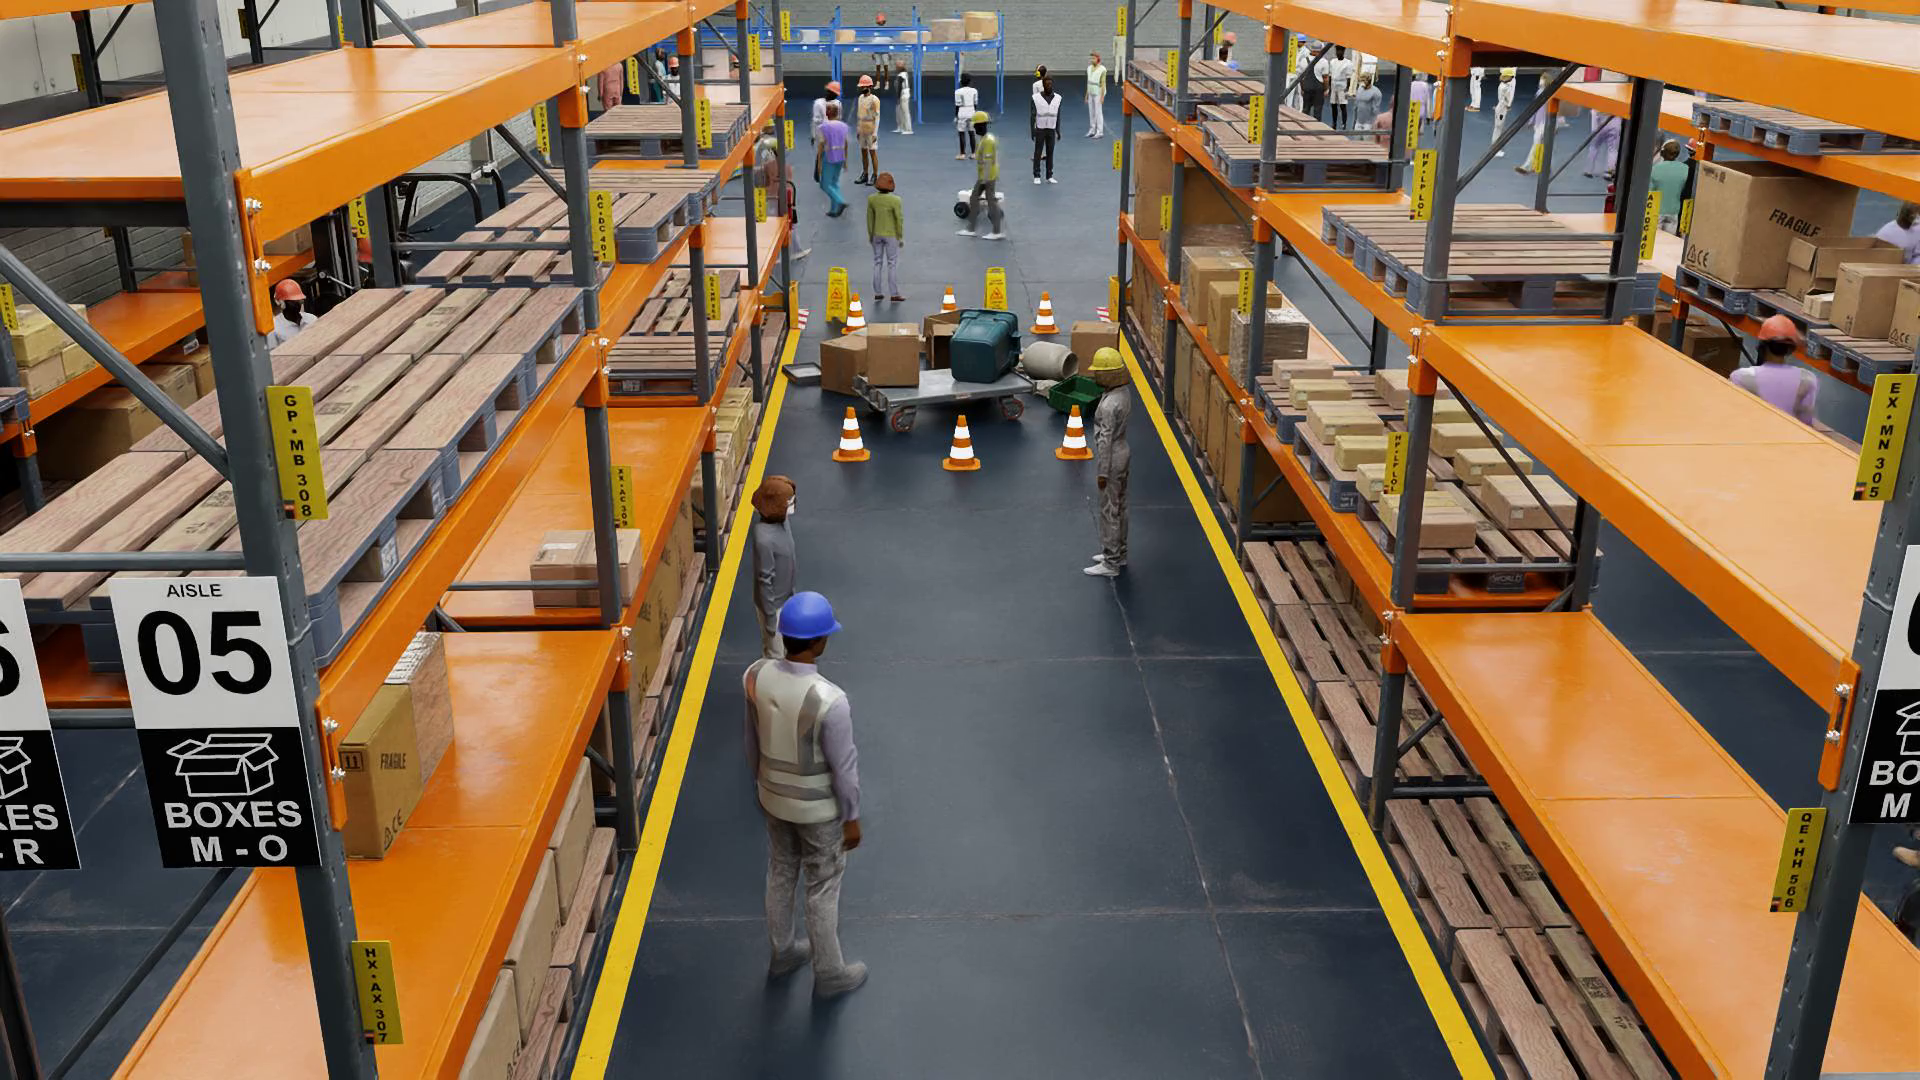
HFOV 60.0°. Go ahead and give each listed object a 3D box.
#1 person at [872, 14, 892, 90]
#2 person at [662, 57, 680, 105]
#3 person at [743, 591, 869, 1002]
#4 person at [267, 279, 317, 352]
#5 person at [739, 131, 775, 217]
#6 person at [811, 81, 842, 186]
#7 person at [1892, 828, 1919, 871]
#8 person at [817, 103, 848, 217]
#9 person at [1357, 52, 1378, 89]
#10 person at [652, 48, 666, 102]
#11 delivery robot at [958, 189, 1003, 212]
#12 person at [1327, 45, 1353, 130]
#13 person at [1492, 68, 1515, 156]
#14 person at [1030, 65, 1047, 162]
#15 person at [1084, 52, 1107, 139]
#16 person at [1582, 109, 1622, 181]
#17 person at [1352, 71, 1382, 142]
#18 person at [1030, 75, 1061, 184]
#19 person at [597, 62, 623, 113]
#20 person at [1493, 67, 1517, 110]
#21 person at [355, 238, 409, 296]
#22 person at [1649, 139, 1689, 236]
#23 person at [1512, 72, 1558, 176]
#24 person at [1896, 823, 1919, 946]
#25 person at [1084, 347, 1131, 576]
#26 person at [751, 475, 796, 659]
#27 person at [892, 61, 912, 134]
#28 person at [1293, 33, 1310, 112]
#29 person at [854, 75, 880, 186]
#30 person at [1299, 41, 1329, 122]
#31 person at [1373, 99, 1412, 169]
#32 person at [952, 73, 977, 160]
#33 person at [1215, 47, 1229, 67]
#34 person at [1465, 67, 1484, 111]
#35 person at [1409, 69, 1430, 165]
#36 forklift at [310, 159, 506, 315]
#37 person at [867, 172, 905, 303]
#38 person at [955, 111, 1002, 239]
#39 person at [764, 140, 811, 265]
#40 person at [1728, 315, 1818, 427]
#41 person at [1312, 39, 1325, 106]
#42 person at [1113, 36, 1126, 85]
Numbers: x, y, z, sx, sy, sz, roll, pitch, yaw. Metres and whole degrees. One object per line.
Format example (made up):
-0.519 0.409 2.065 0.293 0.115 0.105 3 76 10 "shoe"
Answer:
-2.170 -13.510 46.060 0.607 2.044 0.379 6 21 14 "person"
-5.748 -8.804 33.768 0.552 1.937 0.356 -2 21 -5 "person"
-0.683 1.146 7.458 0.615 1.942 0.409 16 26 37 "person"
-5.721 -1.393 14.428 0.323 1.755 0.564 12 24 29 "person"
-3.037 -5.453 25.125 0.601 1.795 0.910 4 21 11 "person"
-2.404 -7.229 29.686 0.624 1.881 0.678 -10 23 -24 "person"
5.128 0.836 8.433 0.520 1.839 0.340 -17 26 -37 "person"
-2.030 -6.083 26.721 0.588 1.827 0.574 -18 27 -39 "person"
10.018 -11.453 40.907 0.564 1.838 0.388 -6 22 -16 "person"
-6.684 -10.049 37.195 0.346 1.842 0.506 -6 21 -15 "person"
0.339 -5.516 26.870 0.707 0.478 0.477 12 24 28 "delivery robot"
8.461 -10.079 37.120 0.387 1.958 0.603 -14 25 -32 "person"
11.003 -8.671 33.687 0.311 1.741 0.494 8 22 21 "person"
1.606 -8.448 32.945 0.499 1.861 0.328 -19 28 -41 "person"
2.978 -9.699 36.278 0.384 1.836 0.564 -13 24 -31 "person"
11.912 -7.624 30.745 0.673 1.875 0.835 -1 21 -3 "person"
7.530 -7.729 30.951 0.390 1.928 0.635 -12 24 -28 "person"
1.554 -7.447 30.205 0.593 1.922 0.391 -7 22 -19 "person"
-7.685 -9.816 36.494 0.637 1.904 0.403 -18 27 -40 "person"
13.634 -11.664 41.403 0.360 1.882 0.575 -6 22 -16 "person"
-5.339 -1.907 15.483 0.524 1.980 0.688 4 21 9 "person"
9.150 -4.231 21.680 0.627 1.940 0.370 0 21 0 "person"
10.771 -7.760 31.067 0.968 1.889 0.646 -4 21 -10 "person"
4.589 1.281 7.540 0.517 1.625 0.348 3 21 7 "person"
1.093 -0.578 12.316 0.322 1.734 0.488 7 22 18 "person"
-1.083 0.378 9.936 0.299 1.622 0.504 3 21 7 "person"
-1.302 -9.790 36.831 0.524 1.606 0.539 -2 21 -5 "person"
8.170 -11.189 40.056 0.399 1.945 0.615 -6 22 -16 "person"
-1.681 -7.391 30.033 0.356 1.939 0.543 -19 28 -41 "person"
7.837 -9.966 36.696 0.689 2.000 0.539 15 26 35 "person"
7.179 -6.441 27.635 0.659 1.865 0.977 8 22 21 "person"
0.089 -8.425 33.122 0.572 1.684 0.399 -14 25 -33 "person"
5.700 -9.892 36.689 0.398 1.907 0.600 -9 22 -22 "person"
12.808 -11.605 41.264 0.355 1.876 0.574 1 21 2 "person"
8.827 -8.270 32.446 0.616 1.872 0.614 -8 22 -19 "person"
-5.622 -2.910 17.832 2.313 2.155 1.214 -1 21 -1 "forklift"
-0.938 -3.828 21.037 0.499 1.634 0.285 11 23 26 "person"
0.261 -5.466 24.987 0.787 1.896 0.629 -4 21 -9 "person"
-2.462 -4.763 23.362 0.552 1.725 0.853 13 24 30 "person"
5.800 -0.664 12.170 0.632 1.991 1.017 1 21 4 "person"
9.139 -12.047 42.334 0.350 1.942 0.545 10 23 25 "person"
4.599 -13.832 47.480 0.498 1.634 0.281 7 22 18 "person"
